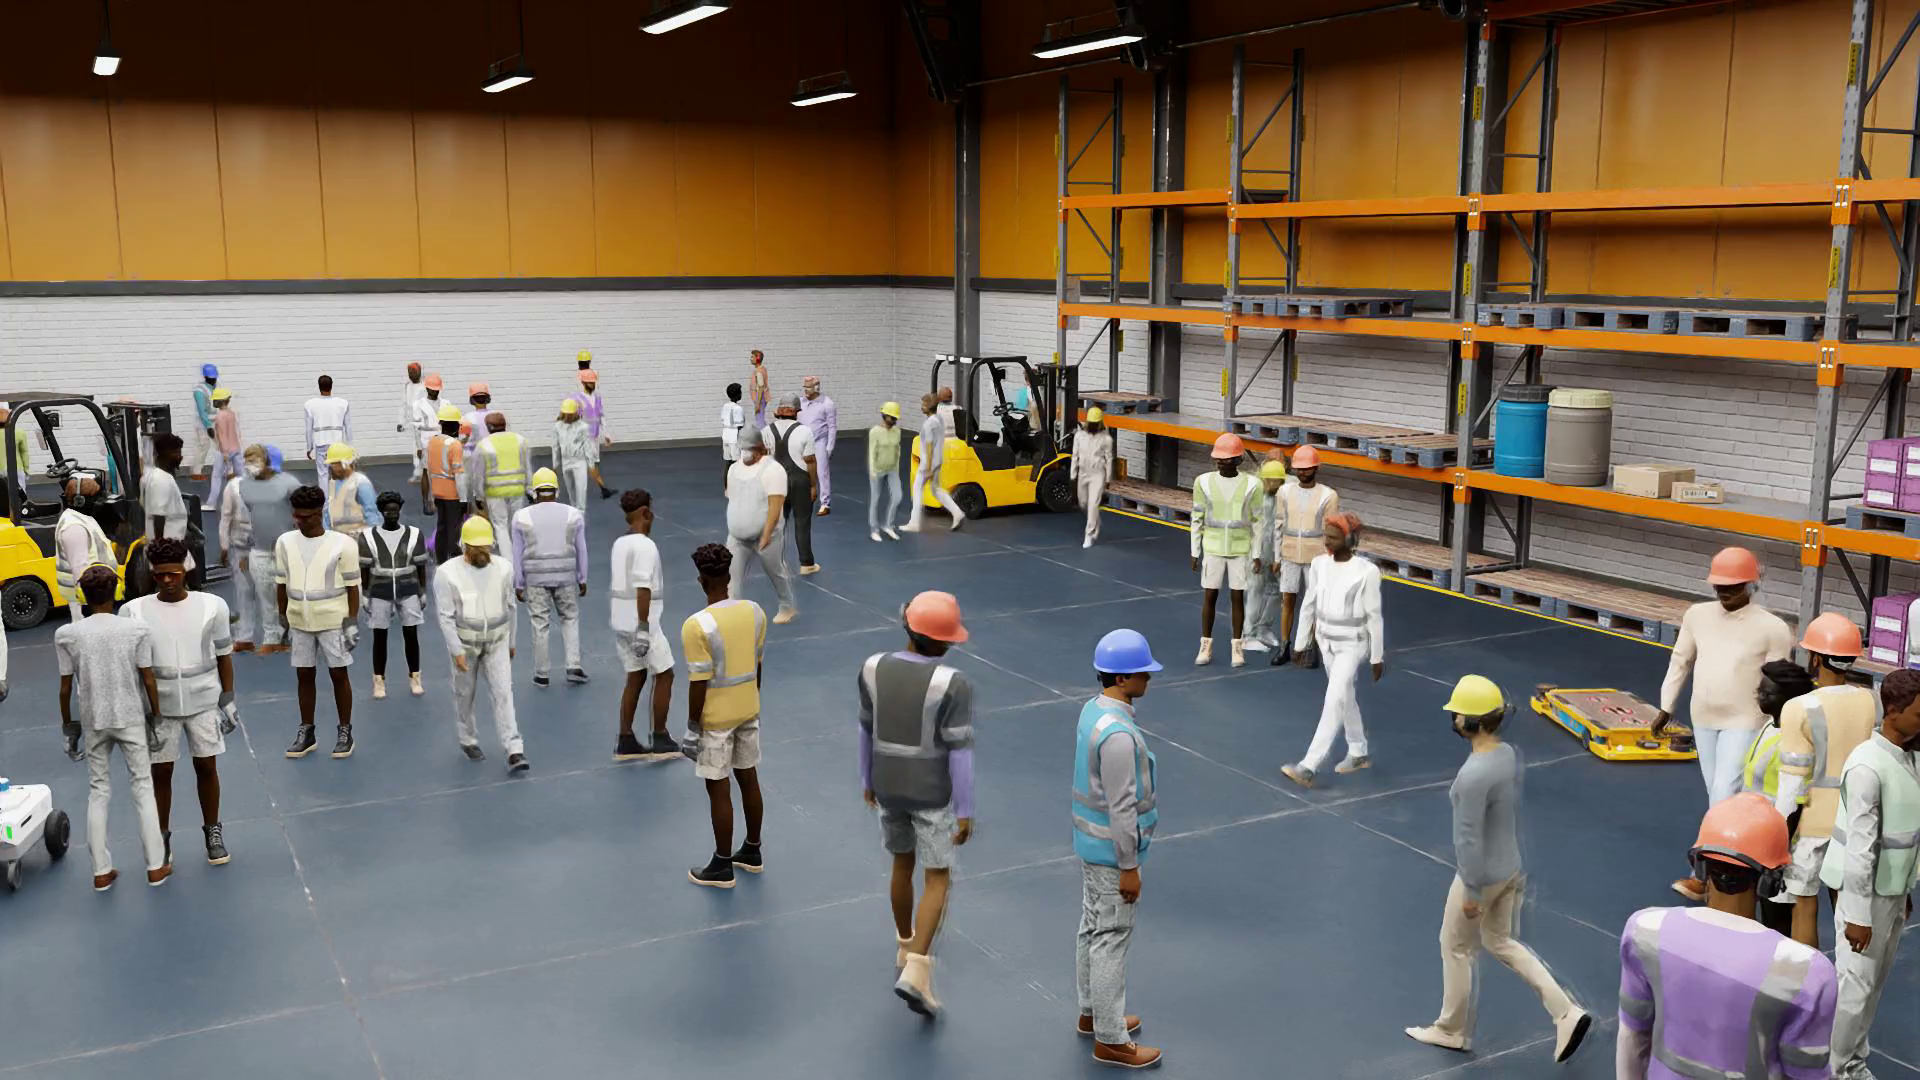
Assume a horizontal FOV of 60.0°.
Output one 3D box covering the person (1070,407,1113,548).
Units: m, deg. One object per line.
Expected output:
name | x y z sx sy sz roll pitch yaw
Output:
person | 1.638 -0.795 20.372 0.492 1.711 0.736 4 11 22

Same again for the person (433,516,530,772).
person | -3.288 0.720 11.459 0.582 1.776 0.907 -6 12 -31

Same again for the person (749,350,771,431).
person | -3.540 -2.433 29.421 0.390 1.850 0.565 -1 10 -8

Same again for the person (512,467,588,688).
person | -3.372 0.315 13.704 0.604 1.819 0.438 -4 11 -24

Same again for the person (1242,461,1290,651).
person | 2.766 0.149 14.897 0.501 1.730 0.488 4 11 23

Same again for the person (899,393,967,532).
person | -0.344 -0.978 21.186 0.831 1.805 0.523 4 11 24

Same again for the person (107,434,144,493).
person | -9.582 -0.636 19.085 0.507 1.847 0.343 5 11 25

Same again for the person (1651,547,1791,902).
person | 4.209 1.011 9.283 0.866 1.953 0.635 -7 12 -33

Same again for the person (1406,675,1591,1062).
person | 2.387 1.462 7.303 0.719 1.742 0.535 8 13 38

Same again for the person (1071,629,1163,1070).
person | 0.687 1.347 7.370 0.389 1.949 0.603 -1 10 -7

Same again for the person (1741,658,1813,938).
person | 3.830 1.393 7.834 0.315 1.696 0.552 3 10 16

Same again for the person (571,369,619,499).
person | -5.383 -1.544 24.223 1.039 1.877 0.562 6 11 29

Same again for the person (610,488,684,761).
person | -2.244 0.601 11.768 0.568 1.915 0.698 -8 12 -37

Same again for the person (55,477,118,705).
person | -6.799 0.424 12.993 0.428 1.842 0.631 -5 11 -25

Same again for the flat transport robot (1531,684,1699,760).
flat transport robot | 4.813 1.330 12.296 0.652 0.197 1.431 0 10 -2

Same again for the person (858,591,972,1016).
person | -0.277 1.221 7.966 0.690 2.011 0.771 5 11 26

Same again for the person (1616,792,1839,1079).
person | 2.236 1.736 4.909 0.403 2.035 0.603 -9 13 -41

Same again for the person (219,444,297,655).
person | -6.260 0.102 14.713 0.762 1.905 0.414 -2 10 -13

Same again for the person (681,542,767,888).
person | -1.341 0.985 9.415 0.374 1.963 0.608 7 12 35

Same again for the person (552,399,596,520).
person | -4.998 -0.964 21.423 0.570 1.690 0.876 1 10 8

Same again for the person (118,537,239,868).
person | -4.519 0.944 9.637 0.612 1.964 0.364 -5 11 -27

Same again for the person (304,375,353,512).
person | -8.562 -1.280 22.586 0.600 1.915 0.376 -5 11 -25

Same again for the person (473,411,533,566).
person | -5.086 -0.521 18.493 0.645 1.819 0.438 -8 13 -39

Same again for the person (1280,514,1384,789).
person | 2.493 0.740 11.201 0.979 1.827 0.605 -6 12 -32

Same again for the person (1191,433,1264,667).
person | 2.297 0.089 14.351 0.614 2.039 0.383 2 10 11

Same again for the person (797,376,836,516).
person | -1.999 -1.280 22.627 0.650 1.904 0.401 6 11 29

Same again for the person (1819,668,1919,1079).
person | 3.766 1.452 6.865 0.370 1.914 0.596 10 14 44

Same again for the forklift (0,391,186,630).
forklift | -9.026 -0.363 16.508 1.214 2.155 2.313 6 11 29

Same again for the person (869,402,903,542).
person | -0.920 -0.834 20.547 0.545 1.736 0.513 -7 12 -34

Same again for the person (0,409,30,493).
person | -11.989 -0.853 20.949 0.498 1.633 0.289 -9 13 -42

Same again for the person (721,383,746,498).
person | -3.259 -1.427 24.066 0.316 1.695 0.541 -6 12 -32

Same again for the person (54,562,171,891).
person | -4.765 1.049 9.364 0.523 1.860 0.317 -3 10 -16

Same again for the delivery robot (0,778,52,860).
delivery robot | -5.508 1.616 9.565 0.477 0.478 0.707 -2 10 -11

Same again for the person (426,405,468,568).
person | -5.544 -0.506 18.105 0.595 1.923 0.372 8 13 40

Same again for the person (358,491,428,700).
person | -4.544 0.437 13.363 0.536 1.693 0.320 -4 11 -22

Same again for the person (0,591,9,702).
person | -6.254 0.863 10.280 0.654 1.906 0.407 -4 11 -24

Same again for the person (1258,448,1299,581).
person | 3.219 -0.141 16.974 0.515 1.589 0.878 -1 10 -5

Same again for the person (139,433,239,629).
person | -7.269 -0.045 15.494 1.027 1.901 0.623 -5 11 -28

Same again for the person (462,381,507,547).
person | -5.711 -0.877 19.927 0.403 2.036 0.609 9 14 43

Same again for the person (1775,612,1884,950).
person | 3.984 1.293 7.714 0.543 1.939 0.370 -2 10 -13

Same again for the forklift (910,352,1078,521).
forklift | 0.460 -1.461 22.833 2.313 2.155 1.214 -5 11 -28

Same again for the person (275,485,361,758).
person | -4.550 0.576 11.780 0.600 1.959 0.376 0 10 3

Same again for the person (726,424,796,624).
person | -1.940 -0.149 15.723 0.686 2.000 1.054 5 11 25

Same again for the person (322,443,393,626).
person | -5.817 -0.021 15.719 0.940 1.777 0.592 -10 14 -44

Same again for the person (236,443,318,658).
person | -6.013 0.102 14.670 0.732 1.919 0.385 0 10 1

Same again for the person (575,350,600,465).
person | -6.279 -2.229 28.012 0.359 1.930 0.587 3 10 15

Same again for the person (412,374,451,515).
person | -7.166 -1.307 22.711 0.543 1.928 0.371 -9 13 -42

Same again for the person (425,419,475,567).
person | -5.679 -0.482 18.576 0.564 1.724 0.604 6 12 32

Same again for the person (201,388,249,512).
person | -10.075 -1.242 22.944 0.920 1.720 0.545 0 10 0

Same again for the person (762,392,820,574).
person | -1.867 -0.642 18.556 0.684 2.000 0.535 3 10 19

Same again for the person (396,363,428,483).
person | -8.485 -1.811 25.798 0.600 1.852 0.776 6 12 33

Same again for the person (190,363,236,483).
person | -11.595 -1.801 25.722 0.854 1.883 0.631 4 11 20

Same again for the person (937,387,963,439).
person | -0.194 -1.390 24.021 0.514 1.639 0.309 -2 10 -13

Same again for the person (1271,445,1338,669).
person | 2.959 0.144 14.324 0.543 1.939 0.370 5 11 25
